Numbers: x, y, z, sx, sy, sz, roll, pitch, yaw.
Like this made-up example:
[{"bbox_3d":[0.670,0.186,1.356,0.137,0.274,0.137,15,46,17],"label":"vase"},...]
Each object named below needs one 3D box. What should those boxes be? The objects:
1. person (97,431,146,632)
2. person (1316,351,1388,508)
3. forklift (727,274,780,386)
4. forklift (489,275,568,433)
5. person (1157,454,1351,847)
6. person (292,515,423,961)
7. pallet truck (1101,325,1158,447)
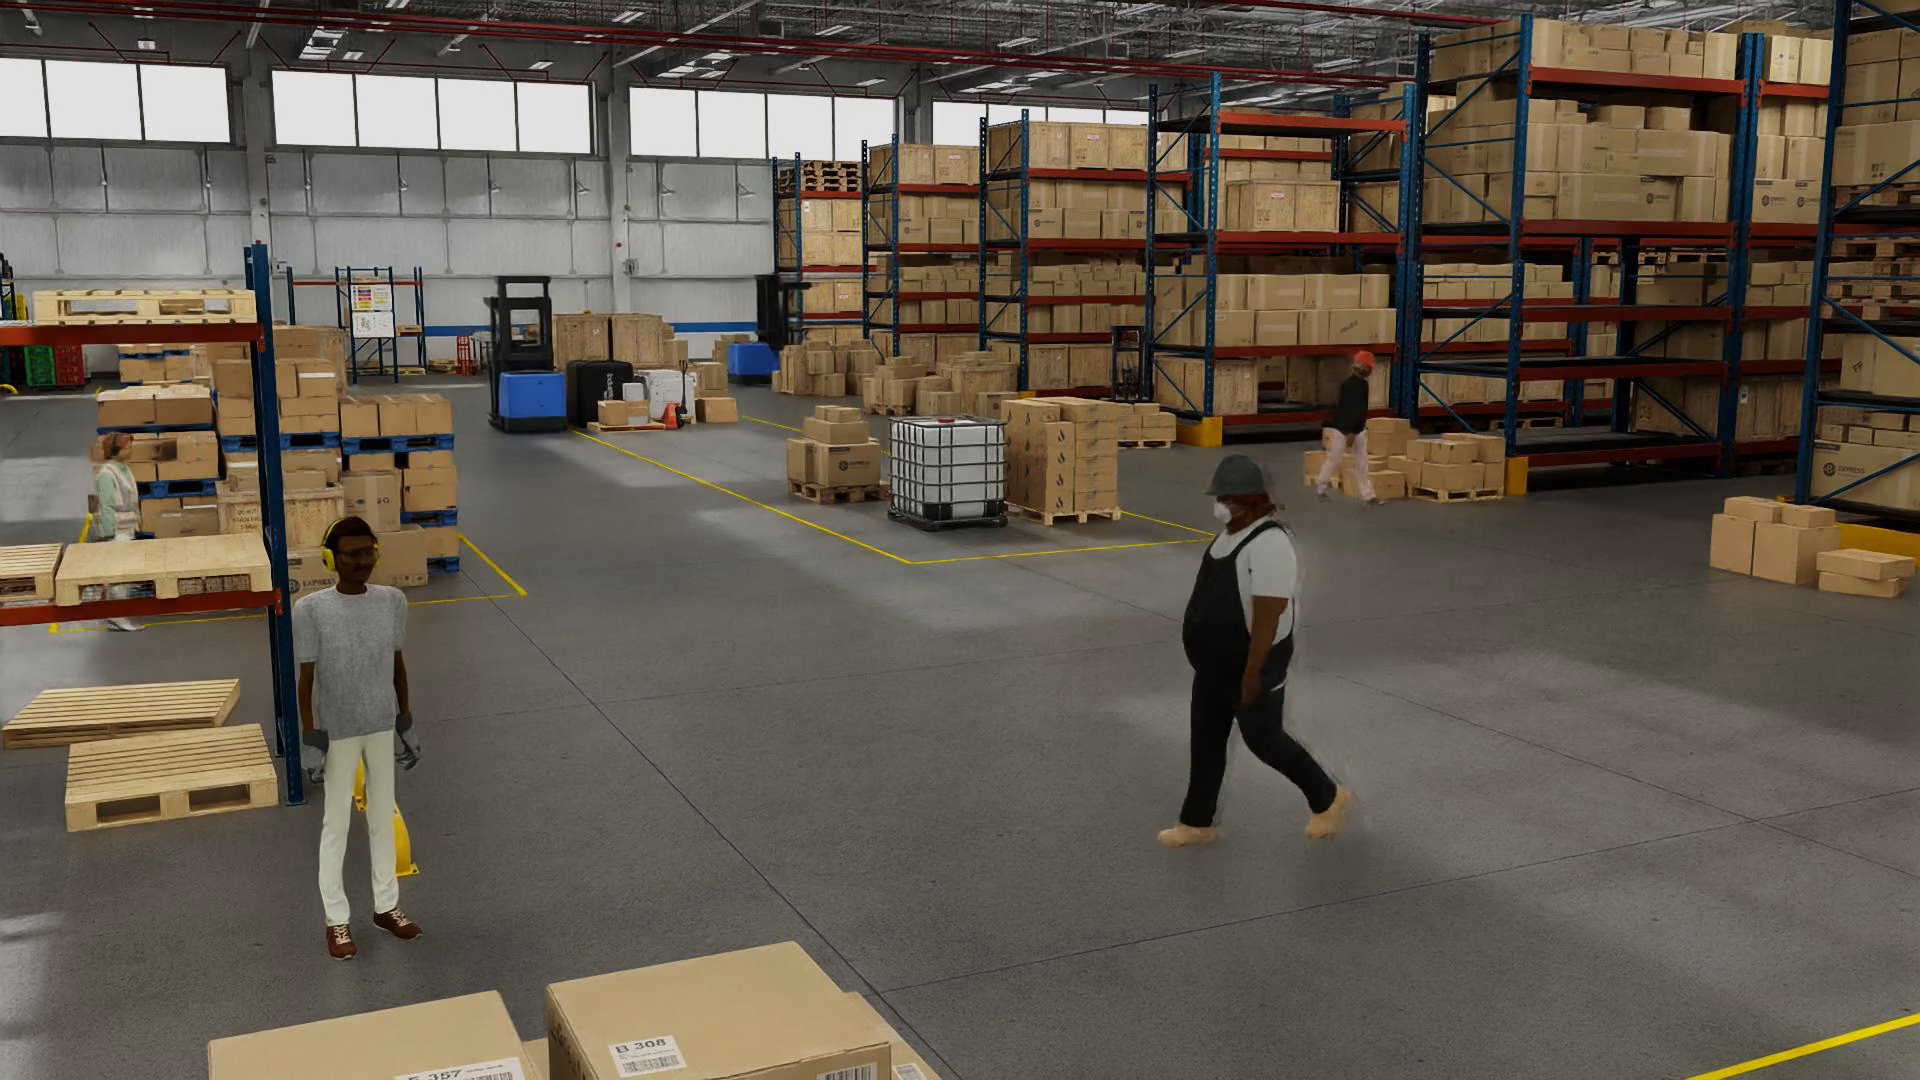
[{"bbox_3d":[-6.681,-0.055,13.295,0.382,1.623,0.538,-2,9,-10],"label":"person"},{"bbox_3d":[4.831,-1.362,20.507,0.645,1.927,1.043,-8,12,-42],"label":"person"},{"bbox_3d":[-4.910,-5.355,42.312,1.873,2.768,1.129,-4,10,-25],"label":"forklift"},{"bbox_3d":[-7.875,-3.401,30.190,1.129,2.768,1.873,-4,10,-25],"label":"forklift"},{"bbox_3d":[1.484,0.540,8.336,0.909,2.000,0.692,-3,10,-17],"label":"person"},{"bbox_3d":[-2.557,0.824,7.086,0.328,1.877,0.510,9,13,44],"label":"person"},{"bbox_3d":[2.881,-2.596,27.923,0.823,1.965,1.885,-1,9,-7],"label":"pallet truck"}]
